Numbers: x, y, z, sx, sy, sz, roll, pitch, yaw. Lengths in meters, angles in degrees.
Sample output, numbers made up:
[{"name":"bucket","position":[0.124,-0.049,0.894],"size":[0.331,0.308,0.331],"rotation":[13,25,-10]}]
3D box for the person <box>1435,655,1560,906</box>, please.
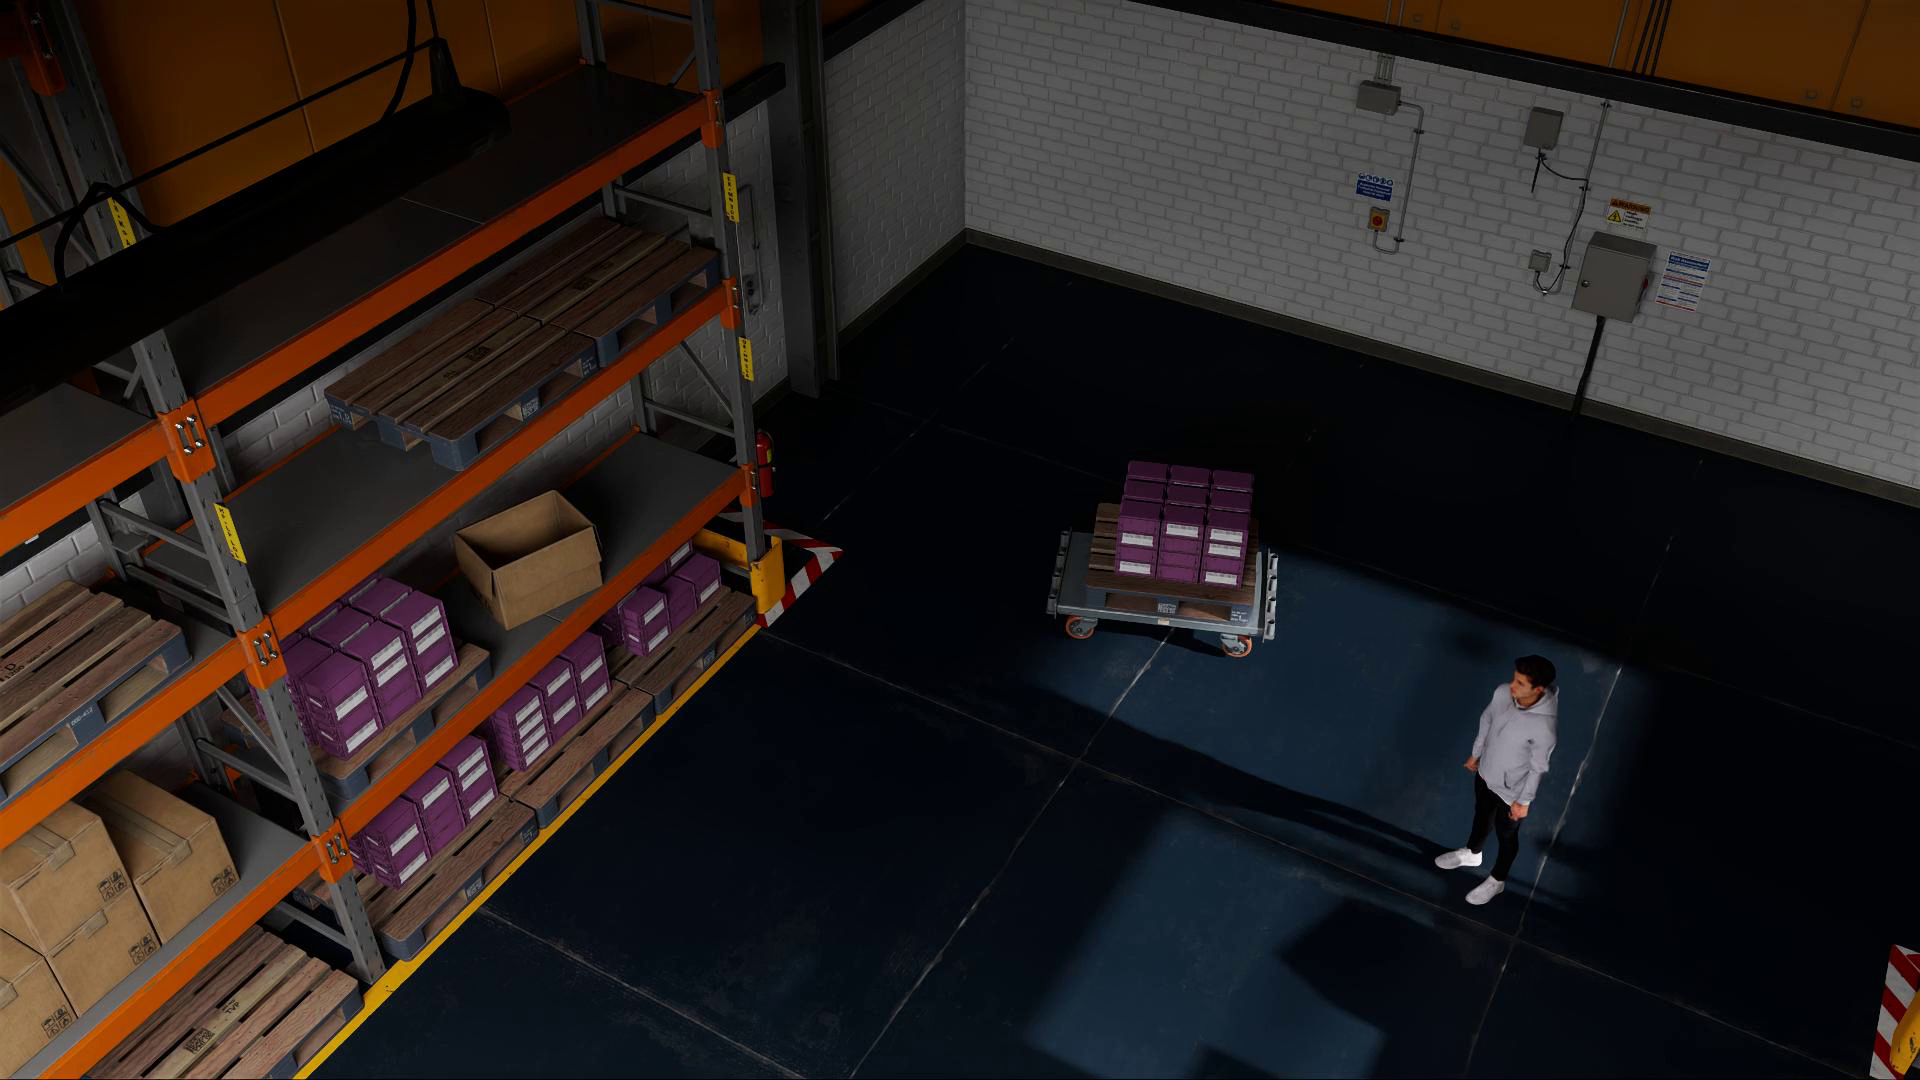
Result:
[{"name":"person","position":[3.285,1.406,9.955],"size":[0.785,1.929,0.763],"rotation":[-15,41,-18]}]
